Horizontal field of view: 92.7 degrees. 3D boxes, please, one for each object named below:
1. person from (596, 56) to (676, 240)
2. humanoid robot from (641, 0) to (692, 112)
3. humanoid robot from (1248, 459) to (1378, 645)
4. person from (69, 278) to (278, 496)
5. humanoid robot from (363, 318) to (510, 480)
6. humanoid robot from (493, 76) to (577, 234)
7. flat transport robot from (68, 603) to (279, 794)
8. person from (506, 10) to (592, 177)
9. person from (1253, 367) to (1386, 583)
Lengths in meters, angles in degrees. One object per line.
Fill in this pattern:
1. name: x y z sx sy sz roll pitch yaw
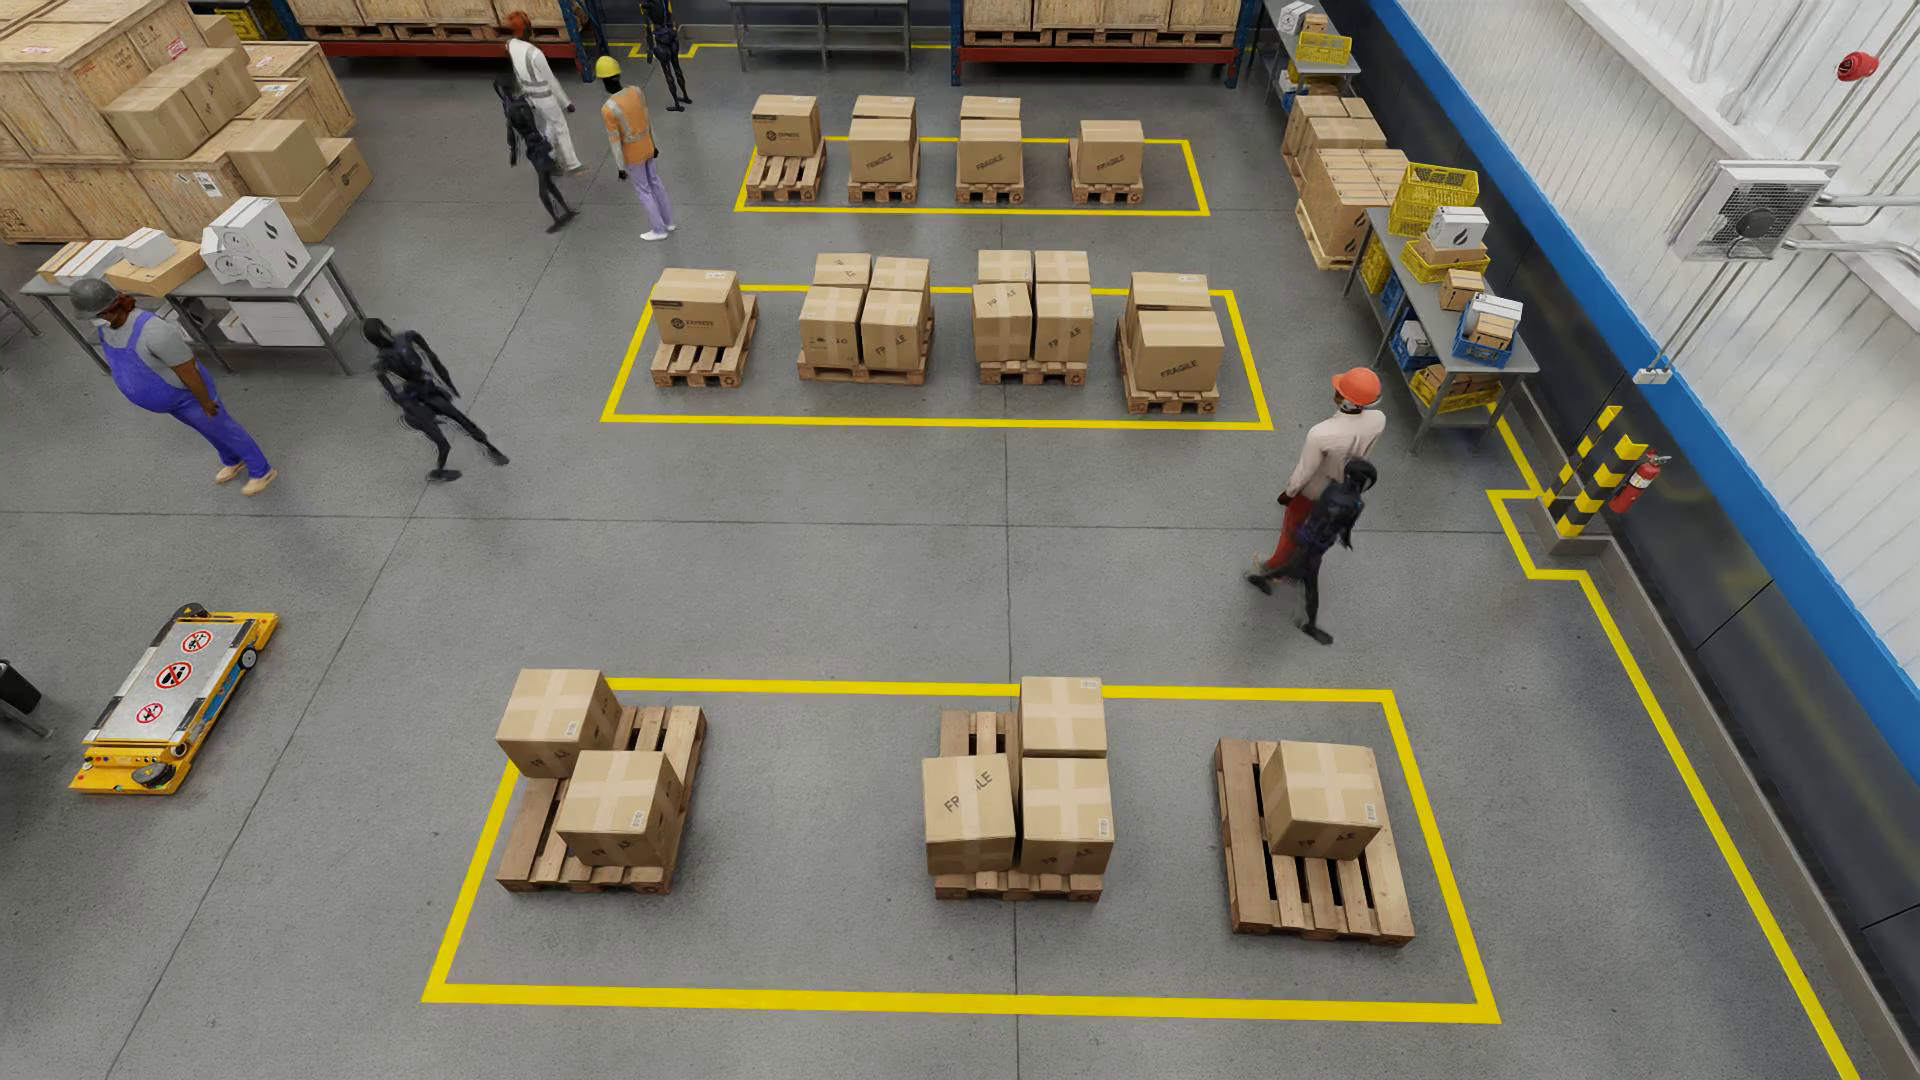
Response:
1. person: -3.488 -4.166 9.822 0.427 1.910 0.598 17 52 14
2. humanoid robot: -3.867 -6.480 11.919 0.326 1.656 0.587 14 51 12
3. humanoid robot: 2.524 0.016 6.477 0.780 1.638 0.590 33 57 25
4. person: -6.198 -1.182 7.207 0.678 2.000 0.536 19 52 15
5. humanoid robot: -4.303 -1.138 7.435 0.518 1.621 0.588 13 51 11
6. humanoid robot: -4.667 -4.203 10.003 0.579 1.640 0.599 -36 59 -27
7. flat transport robot: -5.504 1.072 6.442 0.652 0.197 1.431 1 50 1
8. person: -4.804 -5.147 10.674 0.612 1.872 0.446 30 56 23
9. person: 2.595 -0.429 6.598 0.620 1.996 0.370 -17 52 -14
